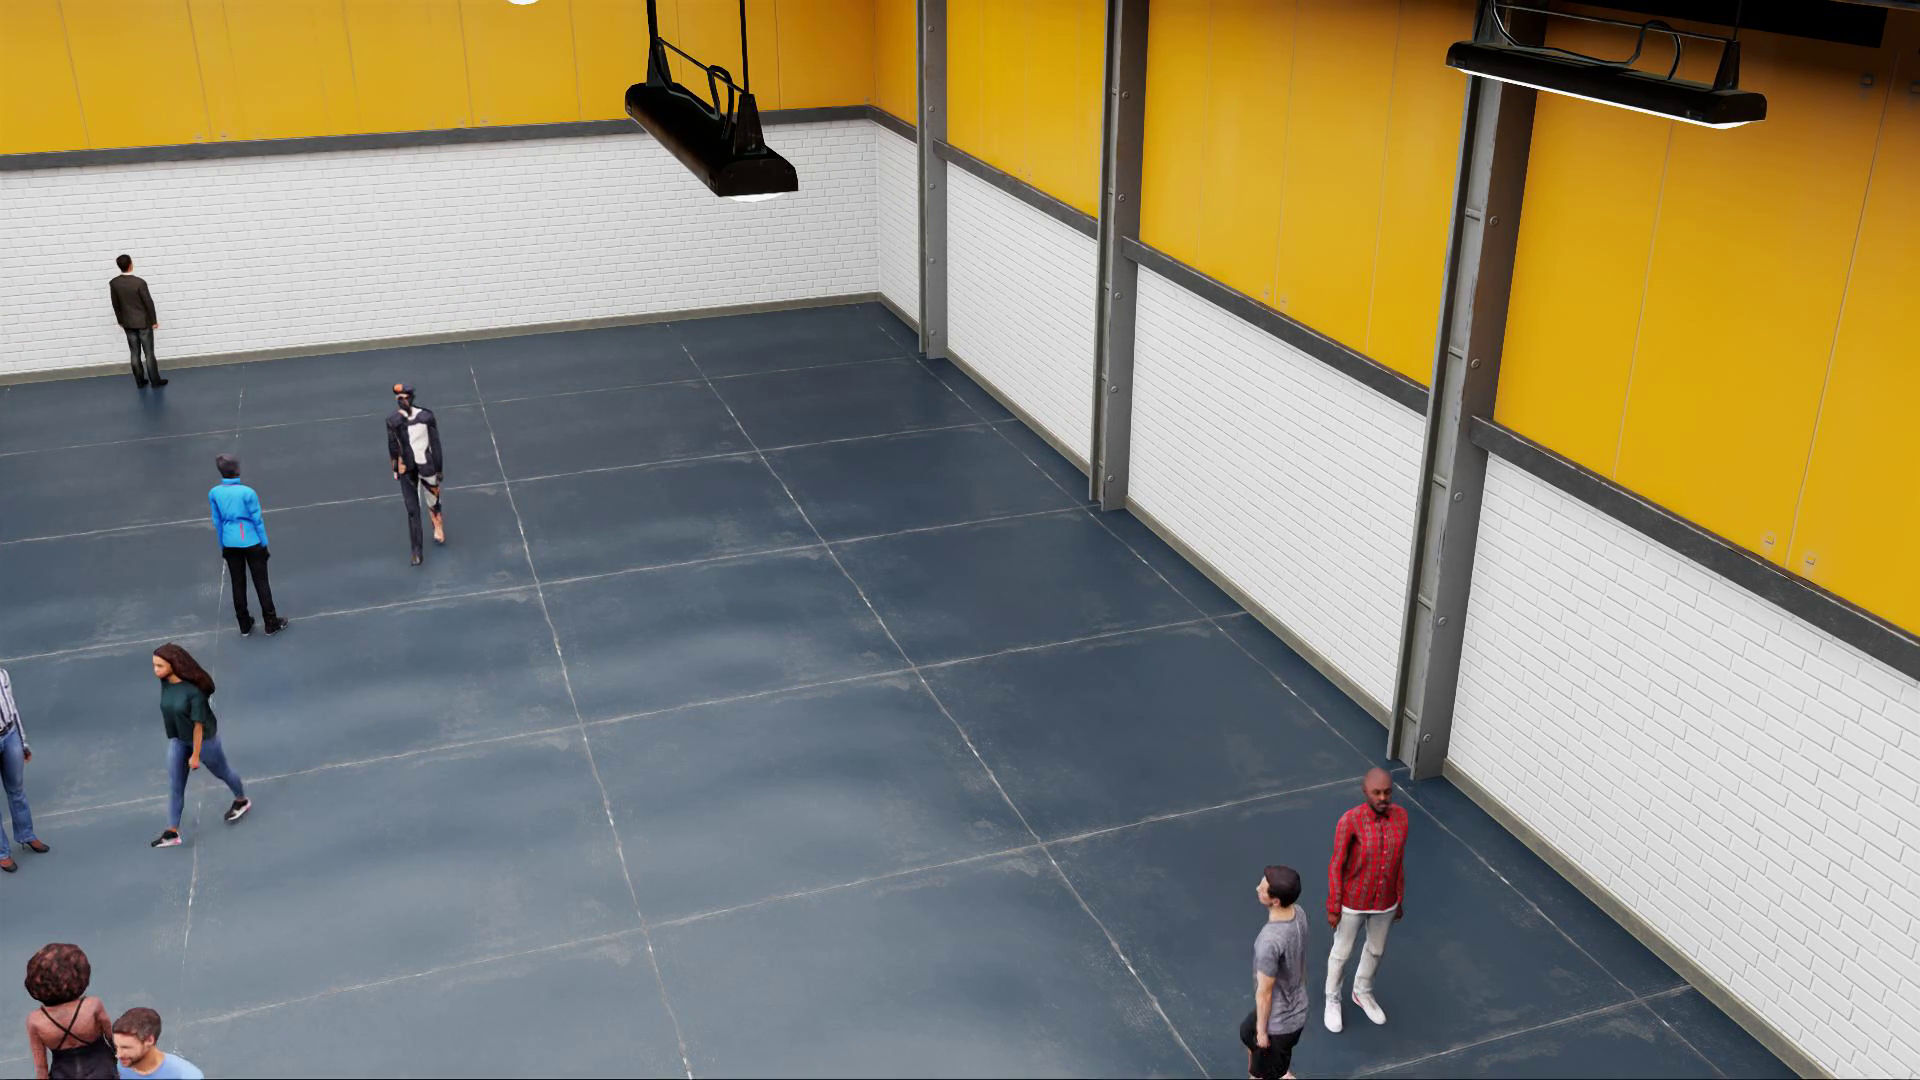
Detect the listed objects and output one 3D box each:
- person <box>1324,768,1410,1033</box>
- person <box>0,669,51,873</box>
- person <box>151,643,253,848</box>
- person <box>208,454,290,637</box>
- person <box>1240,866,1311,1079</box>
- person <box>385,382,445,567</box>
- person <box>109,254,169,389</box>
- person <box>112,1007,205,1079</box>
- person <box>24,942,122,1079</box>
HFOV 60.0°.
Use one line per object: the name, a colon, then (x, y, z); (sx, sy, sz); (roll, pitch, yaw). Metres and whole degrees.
person: (2.547, 2.224, 10.439); (0.693, 1.819, 0.601); (-5, 24, -11)
person: (-7.000, 1.534, 12.045); (0.748, 1.796, 0.684); (10, 26, 22)
person: (-5.647, 1.475, 12.461); (1.031, 1.572, 1.116); (9, 25, 20)
person: (-6.665, 0.049, 15.441); (0.687, 1.798, 0.670); (1, 24, 2)
person: (1.898, 2.691, 9.358); (1.185, 1.829, 1.089); (14, 27, 28)
person: (-5.568, -0.744, 17.189); (0.804, 1.851, 1.225); (-5, 24, -11)
person: (-11.021, -2.931, 22.250); (0.753, 1.804, 0.686); (1, 24, 2)
person: (-3.901, 3.092, 8.437); (1.010, 1.833, 1.153); (7, 25, 15)
person: (-4.603, 2.991, 8.784); (0.574, 1.740, 1.163); (-8, 25, -17)
